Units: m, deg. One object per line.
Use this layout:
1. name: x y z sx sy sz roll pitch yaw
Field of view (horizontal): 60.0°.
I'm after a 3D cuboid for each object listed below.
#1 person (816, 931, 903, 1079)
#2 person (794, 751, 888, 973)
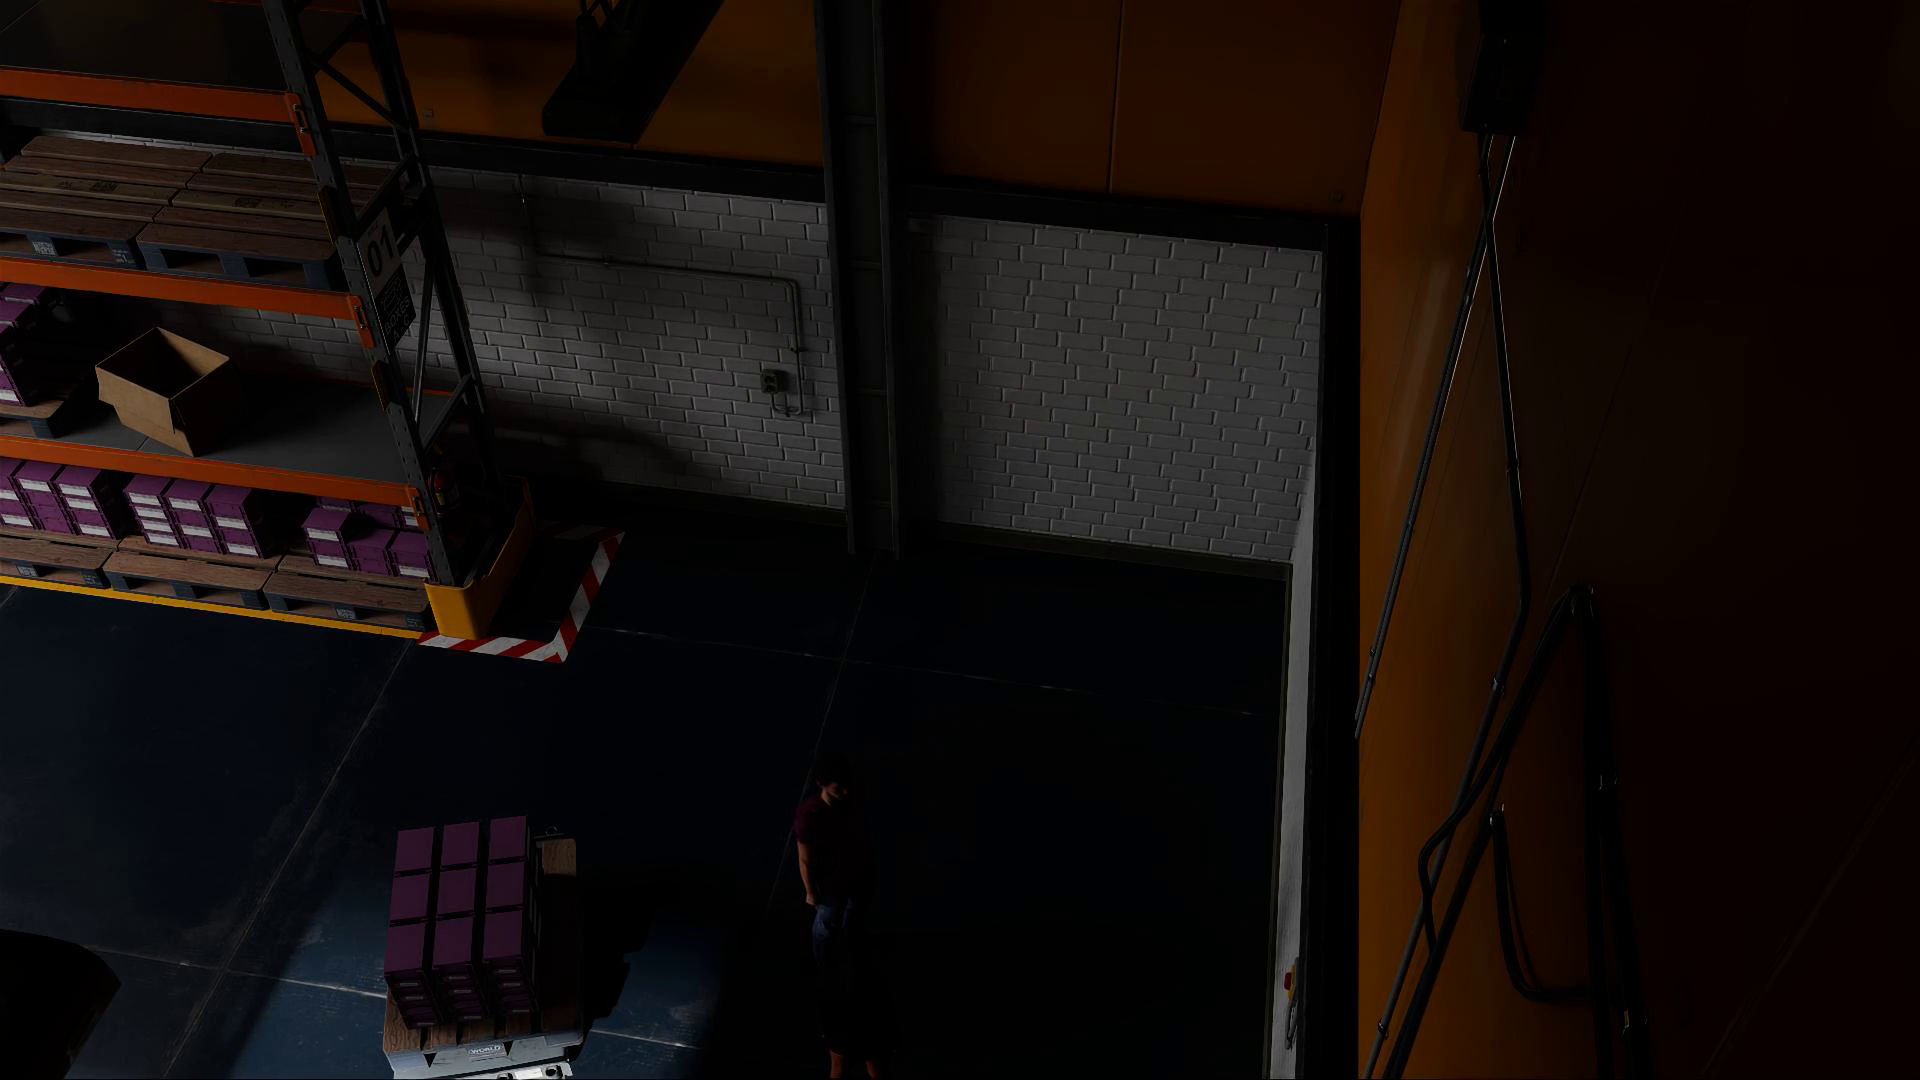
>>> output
1. person: -0.509 2.512 8.458 0.558 1.637 0.634 9 44 9
2. person: -0.654 1.770 9.081 0.731 1.853 0.742 30 51 28
